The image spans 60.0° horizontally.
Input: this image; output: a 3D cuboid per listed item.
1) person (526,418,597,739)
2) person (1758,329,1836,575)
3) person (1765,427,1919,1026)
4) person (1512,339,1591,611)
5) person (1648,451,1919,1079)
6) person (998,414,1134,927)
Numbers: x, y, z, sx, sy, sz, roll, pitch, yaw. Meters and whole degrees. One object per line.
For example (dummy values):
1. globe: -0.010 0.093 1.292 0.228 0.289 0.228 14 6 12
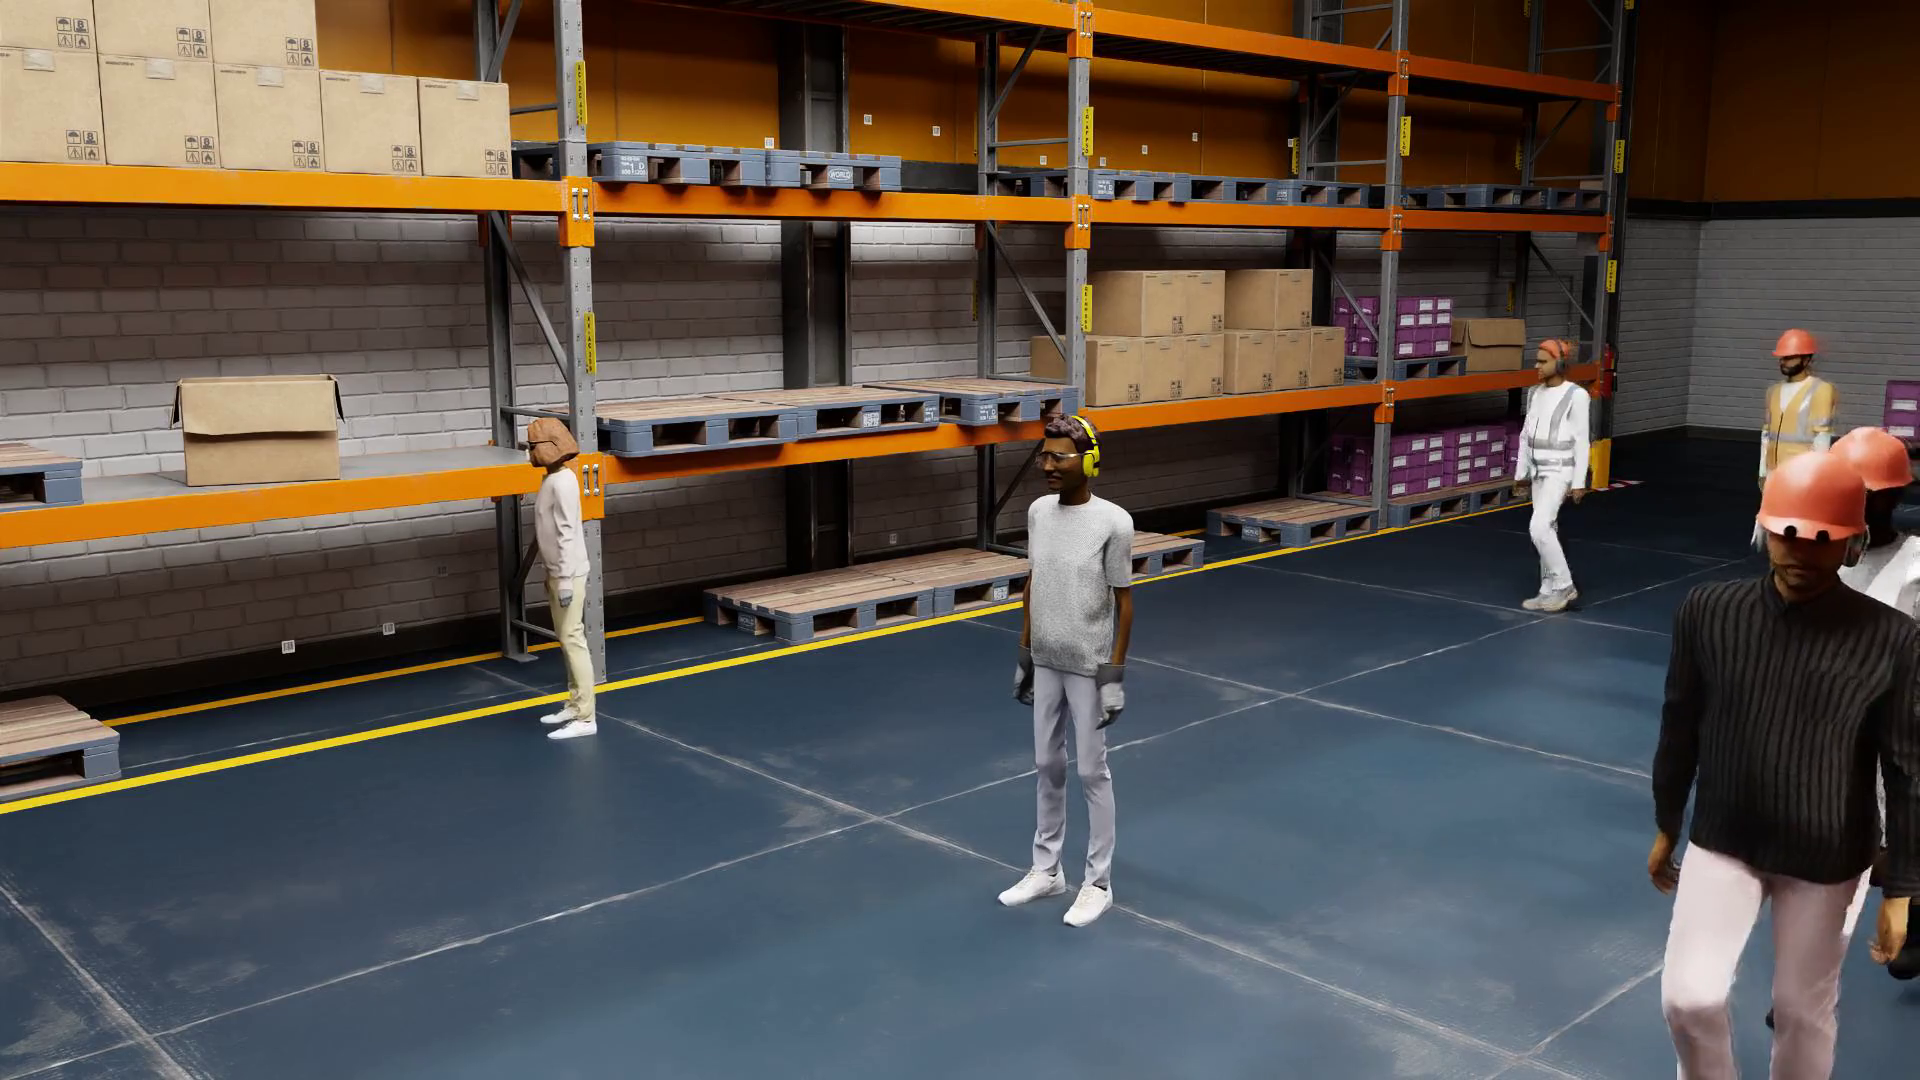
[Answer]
1. person: -2.034 0.190 8.462 0.284 1.626 0.508 -4 10 -22
2. person: 5.837 -0.510 11.655 0.464 1.928 0.561 -3 10 -18
3. person: 2.871 0.589 5.259 0.651 1.917 0.558 -7 12 -35
4. person: 4.018 -0.430 11.356 0.431 1.870 0.574 -2 10 -12
5. person: 2.007 0.761 4.071 0.644 1.970 0.523 8 12 38
6. person: 0.393 0.469 6.094 0.507 1.872 0.329 9 13 42
